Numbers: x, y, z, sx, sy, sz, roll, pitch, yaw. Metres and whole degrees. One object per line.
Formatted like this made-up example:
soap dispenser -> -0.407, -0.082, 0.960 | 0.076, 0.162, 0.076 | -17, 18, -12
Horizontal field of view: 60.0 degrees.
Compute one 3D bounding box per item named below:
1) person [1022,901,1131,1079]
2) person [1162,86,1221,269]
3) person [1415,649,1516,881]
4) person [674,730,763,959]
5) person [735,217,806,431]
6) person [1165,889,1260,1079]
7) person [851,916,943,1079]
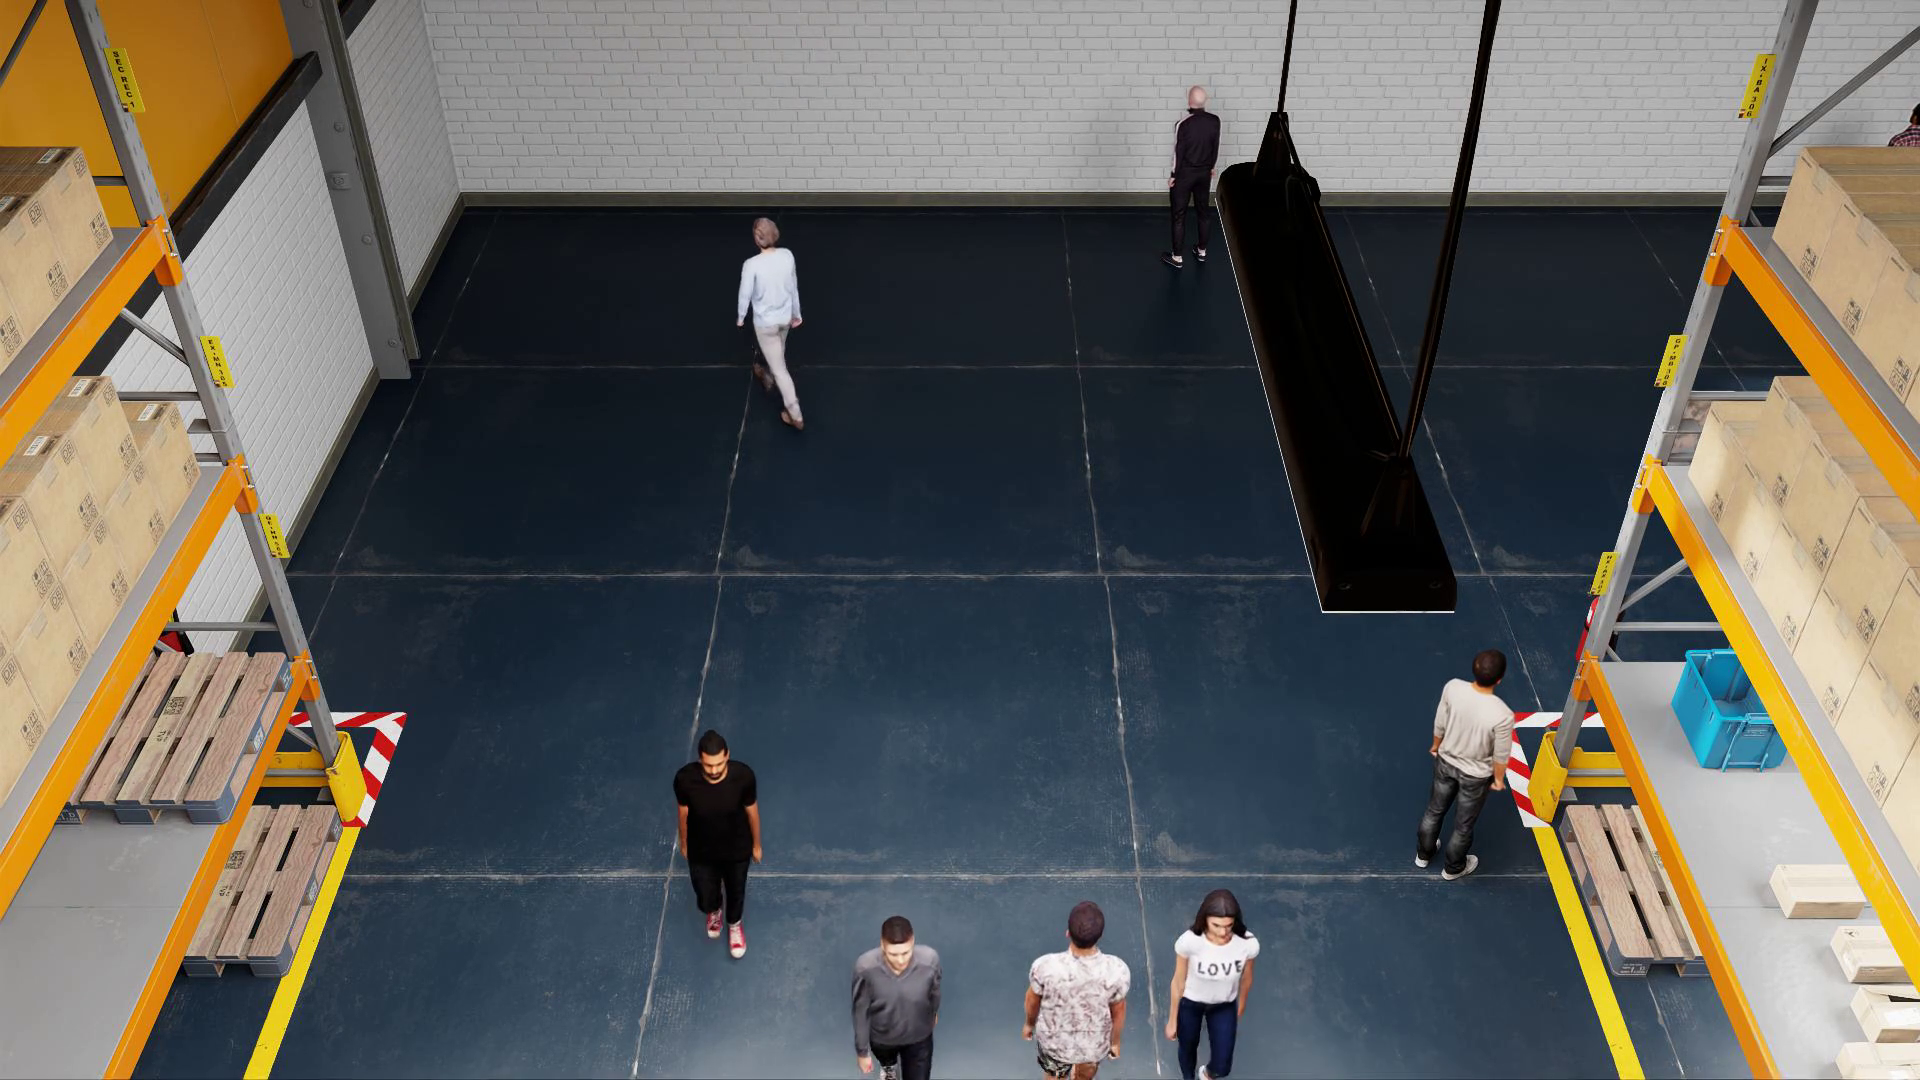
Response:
person -> 0.600, 2.601, 8.630 | 0.703, 1.794, 1.062 | 1, 39, 1
person -> 2.282, -3.562, 16.315 | 0.769, 1.835, 0.736 | -16, 41, -19
person -> 3.081, 1.373, 10.154 | 0.785, 1.811, 0.727 | -32, 48, -33
person -> -1.418, 1.719, 9.770 | 0.691, 1.750, 0.707 | -6, 39, -8
person -> -1.538, -1.795, 14.096 | 1.162, 1.842, 1.300 | -27, 46, -29
person -> 1.296, 2.421, 8.879 | 0.606, 1.766, 0.572 | 2, 39, 2
person -> -0.345, 2.524, 8.794 | 0.736, 1.710, 1.191 | -5, 39, -6
